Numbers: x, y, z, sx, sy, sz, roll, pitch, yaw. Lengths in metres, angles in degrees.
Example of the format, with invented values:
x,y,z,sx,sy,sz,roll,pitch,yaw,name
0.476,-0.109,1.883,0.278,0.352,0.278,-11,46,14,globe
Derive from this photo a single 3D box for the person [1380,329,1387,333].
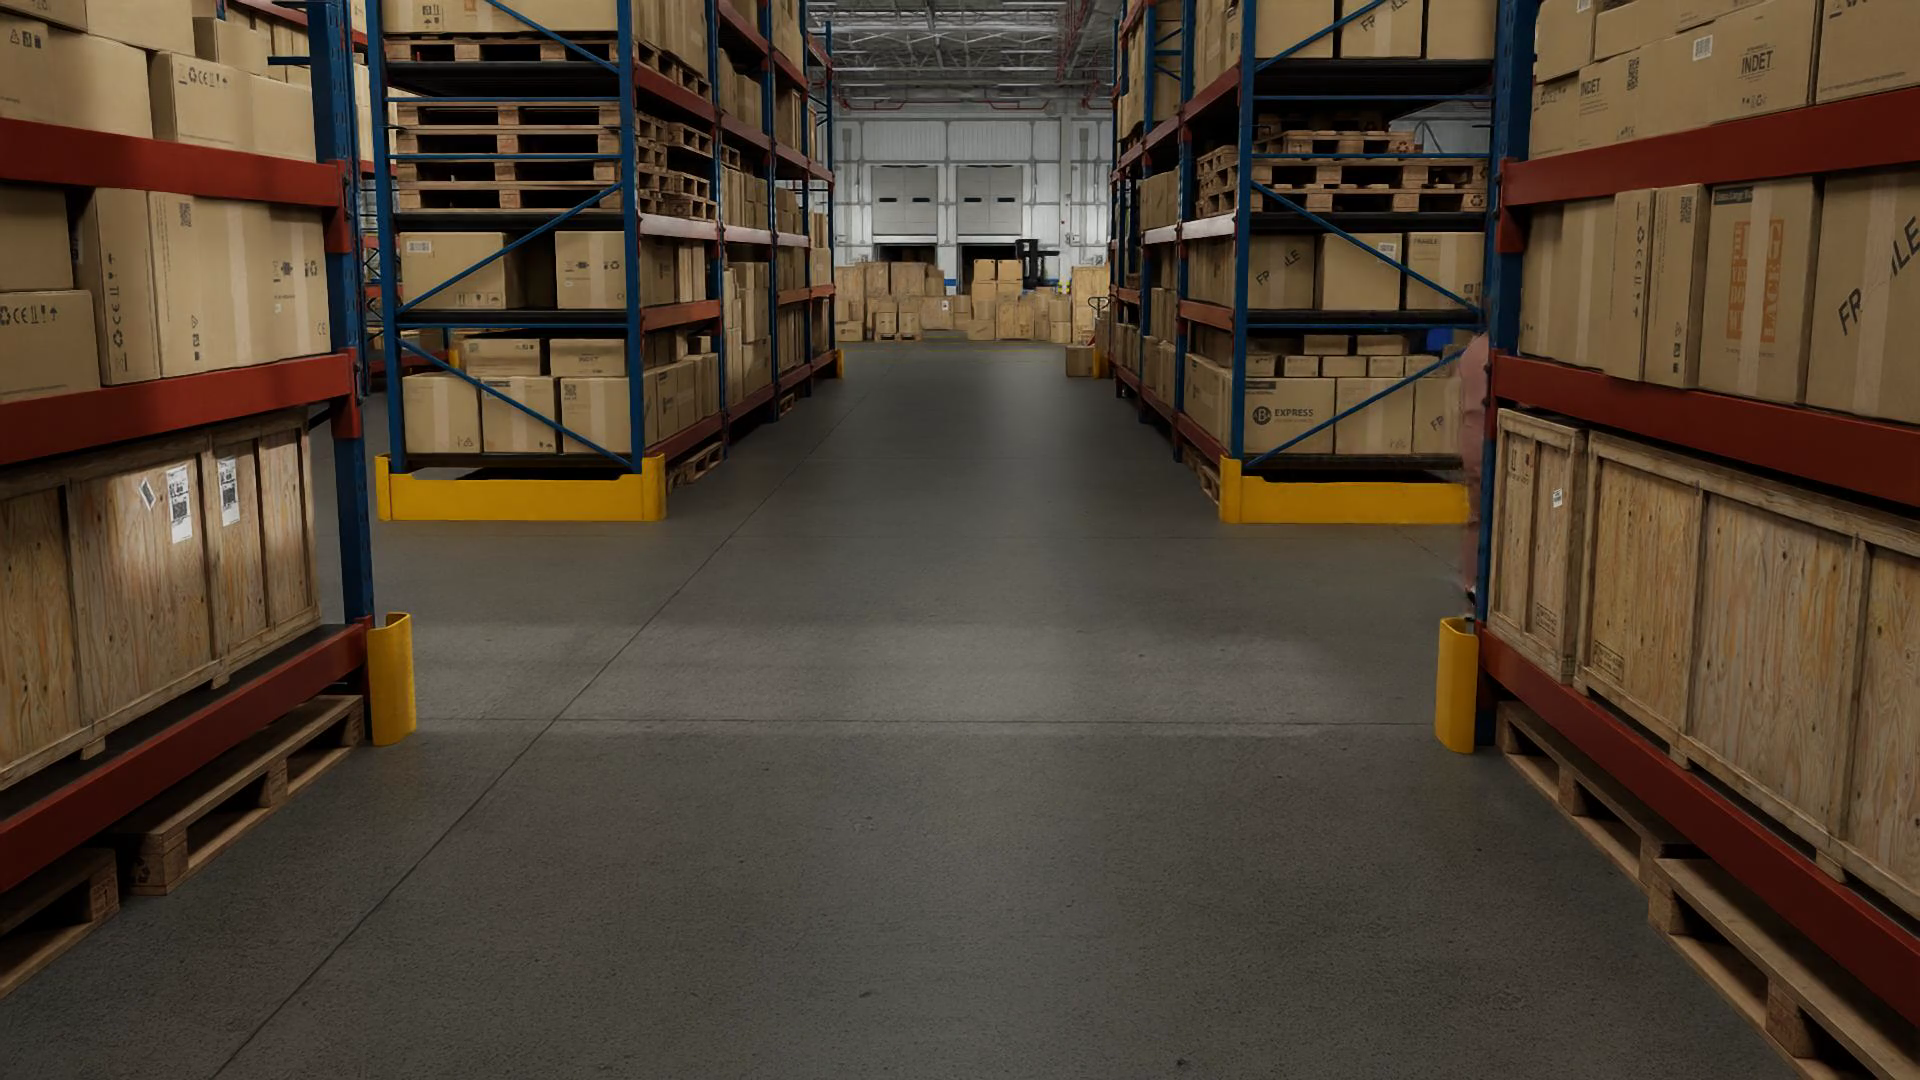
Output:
x,y,z,sx,sy,sz,roll,pitch,yaw,name
4.781,-2.190,19.805,0.429,1.838,0.621,-6,11,-31,person

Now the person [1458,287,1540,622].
x,y,z,sx,sy,sz,roll,pitch,yaw,name
3.027,-0.454,9.248,0.411,1.892,0.663,-4,10,-24,person

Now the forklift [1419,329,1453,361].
x,y,z,sx,sy,sz,roll,pitch,yaw,name
9.263,-4.894,32.876,1.873,2.768,1.129,0,9,1,forklift

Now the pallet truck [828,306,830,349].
x,y,z,sx,sy,sz,roll,pitch,yaw,name
-3.100,-3.940,29.800,1.885,1.965,0.823,3,10,19,pallet truck

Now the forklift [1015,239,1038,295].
x,y,z,sx,sy,sz,roll,pitch,yaw,name
2.287,-8.975,57.322,1.873,2.768,1.129,-6,11,-32,forklift

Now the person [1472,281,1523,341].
x,y,z,sx,sy,sz,roll,pitch,yaw,name
5.215,-1.629,15.890,0.627,2.014,0.745,2,10,12,person
